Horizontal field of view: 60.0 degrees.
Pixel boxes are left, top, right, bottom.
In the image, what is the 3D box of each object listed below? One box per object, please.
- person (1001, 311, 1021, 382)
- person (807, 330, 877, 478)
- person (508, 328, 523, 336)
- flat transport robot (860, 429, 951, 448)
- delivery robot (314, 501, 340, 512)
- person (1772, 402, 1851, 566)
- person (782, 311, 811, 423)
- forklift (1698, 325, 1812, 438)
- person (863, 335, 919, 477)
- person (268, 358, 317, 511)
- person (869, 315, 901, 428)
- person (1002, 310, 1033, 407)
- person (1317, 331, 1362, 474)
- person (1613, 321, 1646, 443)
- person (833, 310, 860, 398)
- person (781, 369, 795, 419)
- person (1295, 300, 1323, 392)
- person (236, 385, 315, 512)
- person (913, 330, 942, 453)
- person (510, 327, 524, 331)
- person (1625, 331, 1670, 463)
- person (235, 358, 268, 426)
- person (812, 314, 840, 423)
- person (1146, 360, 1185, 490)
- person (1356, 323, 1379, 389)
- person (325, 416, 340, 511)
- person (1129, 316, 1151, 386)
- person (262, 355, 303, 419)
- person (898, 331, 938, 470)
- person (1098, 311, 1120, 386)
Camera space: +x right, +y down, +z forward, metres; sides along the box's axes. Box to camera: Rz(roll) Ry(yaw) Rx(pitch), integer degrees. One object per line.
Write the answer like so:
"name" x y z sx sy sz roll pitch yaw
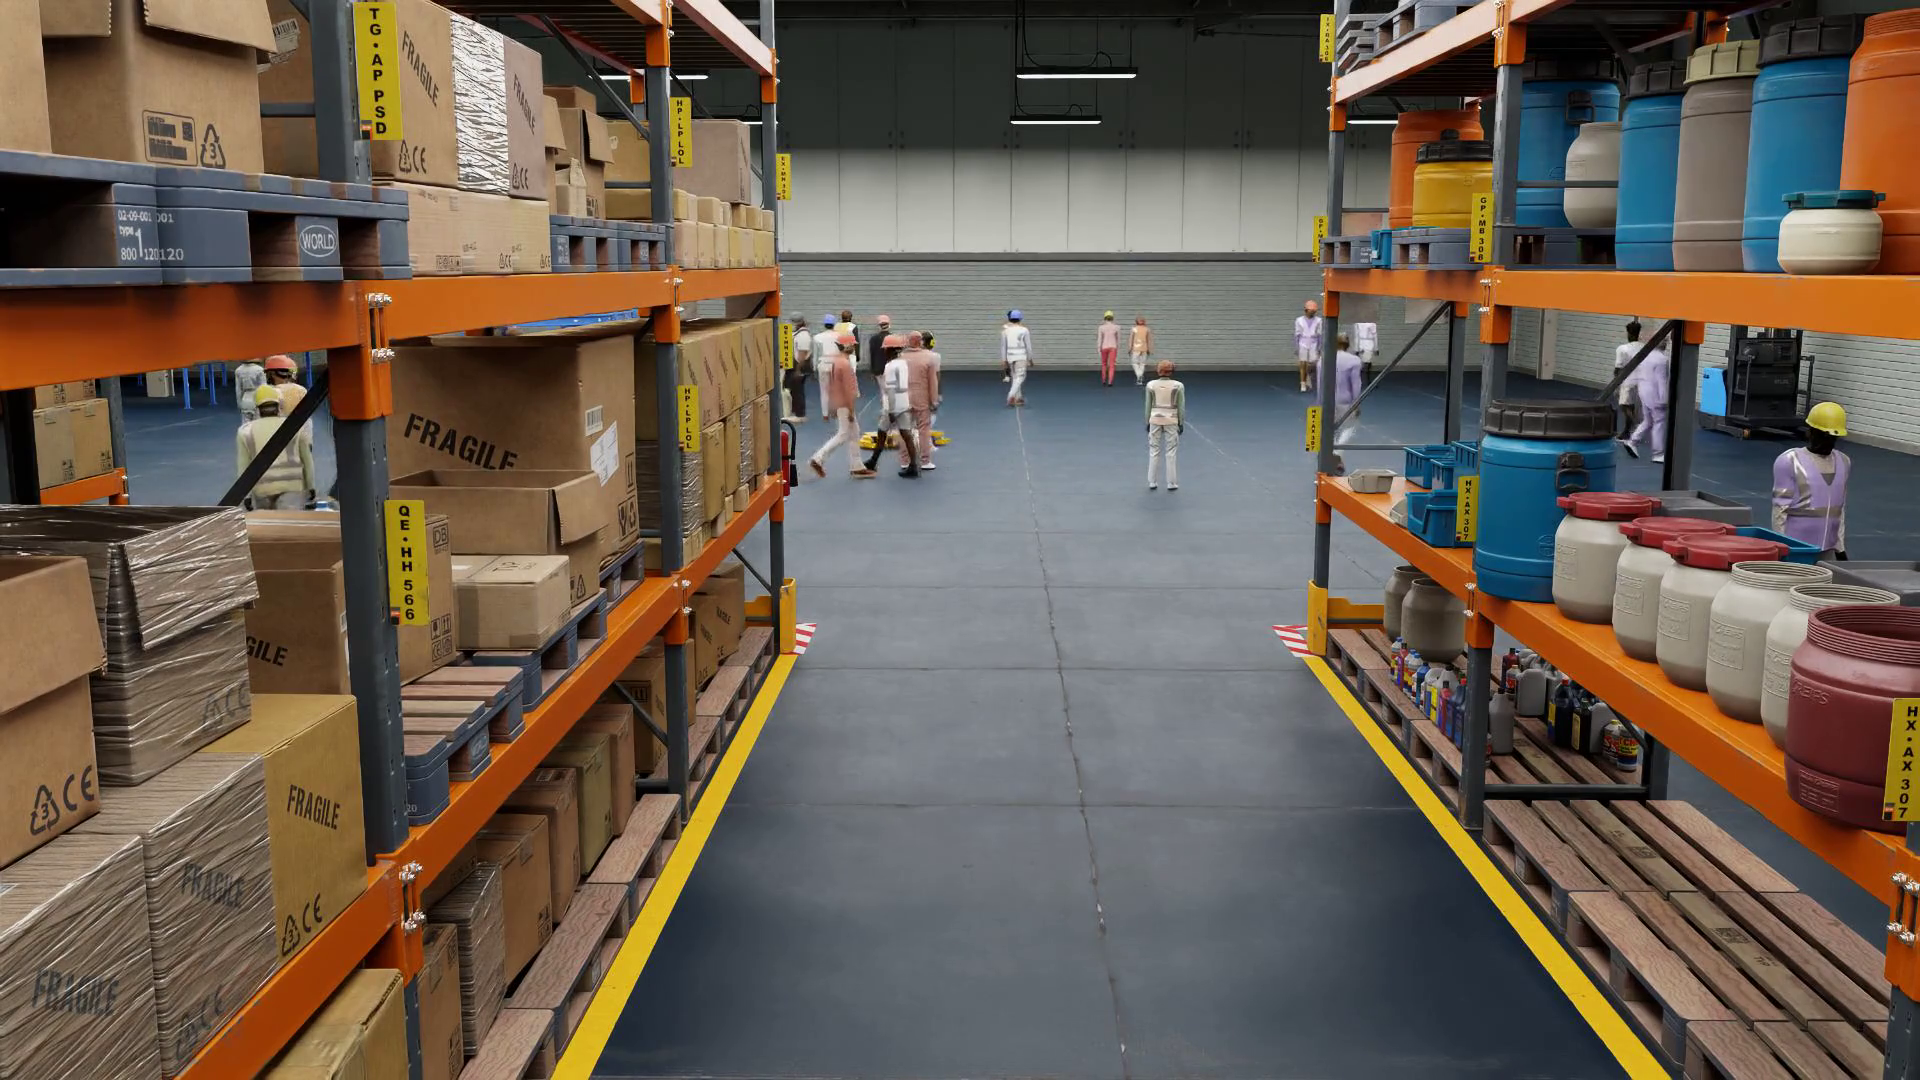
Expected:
"person" 1.233 -4.621 39.751 0.535 1.697 0.318 -3 10 -19
"person" -1.578 -1.783 21.942 0.923 1.965 0.619 -3 10 -15
"person" -7.167 -2.492 26.691 0.654 1.804 0.457 -2 10 -14
"flat transport robot" -0.905 -1.595 26.019 1.431 0.197 0.652 -7 12 -35
"delivery robot" -6.171 -0.132 16.122 0.477 0.478 0.707 -3 10 -16
"person" 5.786 0.018 11.306 0.585 1.918 0.378 -3 10 -16
"person" -2.935 -3.092 29.693 0.543 2.000 0.728 -3 10 -18
"forklift" 13.248 -3.165 27.620 1.129 2.768 1.873 0 9 1
"person" -0.945 -1.786 22.192 0.985 1.883 0.564 5 11 27
"person" -7.608 -1.156 18.778 0.608 1.783 0.861 1 10 6
"person" -1.312 -2.918 28.808 0.655 1.943 0.756 4 10 21
"person" 1.116 -3.617 33.080 0.619 1.920 0.881 8 12 39
"person" 5.112 -1.842 22.407 0.649 1.929 0.444 8 12 40
"person" 10.632 -2.478 26.226 0.603 1.939 0.841 -2 10 -10
"person" -2.385 -3.938 35.232 0.633 1.843 0.429 5 11 27
"person" -3.145 -2.946 29.940 0.514 1.620 0.331 6 11 34
"person" 7.696 -4.280 36.743 0.607 2.027 0.486 1 10 6
"person" -5.996 -0.468 14.631 0.601 1.773 0.958 -3 10 -16
"person" -0.523 -2.205 24.858 0.518 1.849 0.764 5 11 28
"person" -7.183 -2.592 27.276 0.946 1.795 0.582 -6 11 -31
"person" 9.924 -2.049 23.762 0.600 1.893 0.688 -1 10 -5
"person" -9.746 -1.844 22.988 0.494 1.742 0.324 3 10 15
"person" -2.328 -3.058 29.685 0.626 1.931 0.576 -1 10 -8
"person" 2.583 -1.452 20.980 0.509 1.628 0.319 3 10 19
"person" 9.098 -4.336 37.434 0.824 1.905 0.561 -5 11 -29
"person" -6.805 -1.138 18.481 0.532 1.830 0.496 8 12 39
"person" 4.186 -4.383 38.539 0.545 1.620 0.521 -3 10 -16
"person" -6.979 -0.940 17.025 0.431 1.924 0.575 3 10 16
"person" -0.611 -1.918 22.942 0.655 1.905 0.407 2 10 14
"person" 3.452 -4.448 38.668 0.509 1.716 0.885 1 10 5
